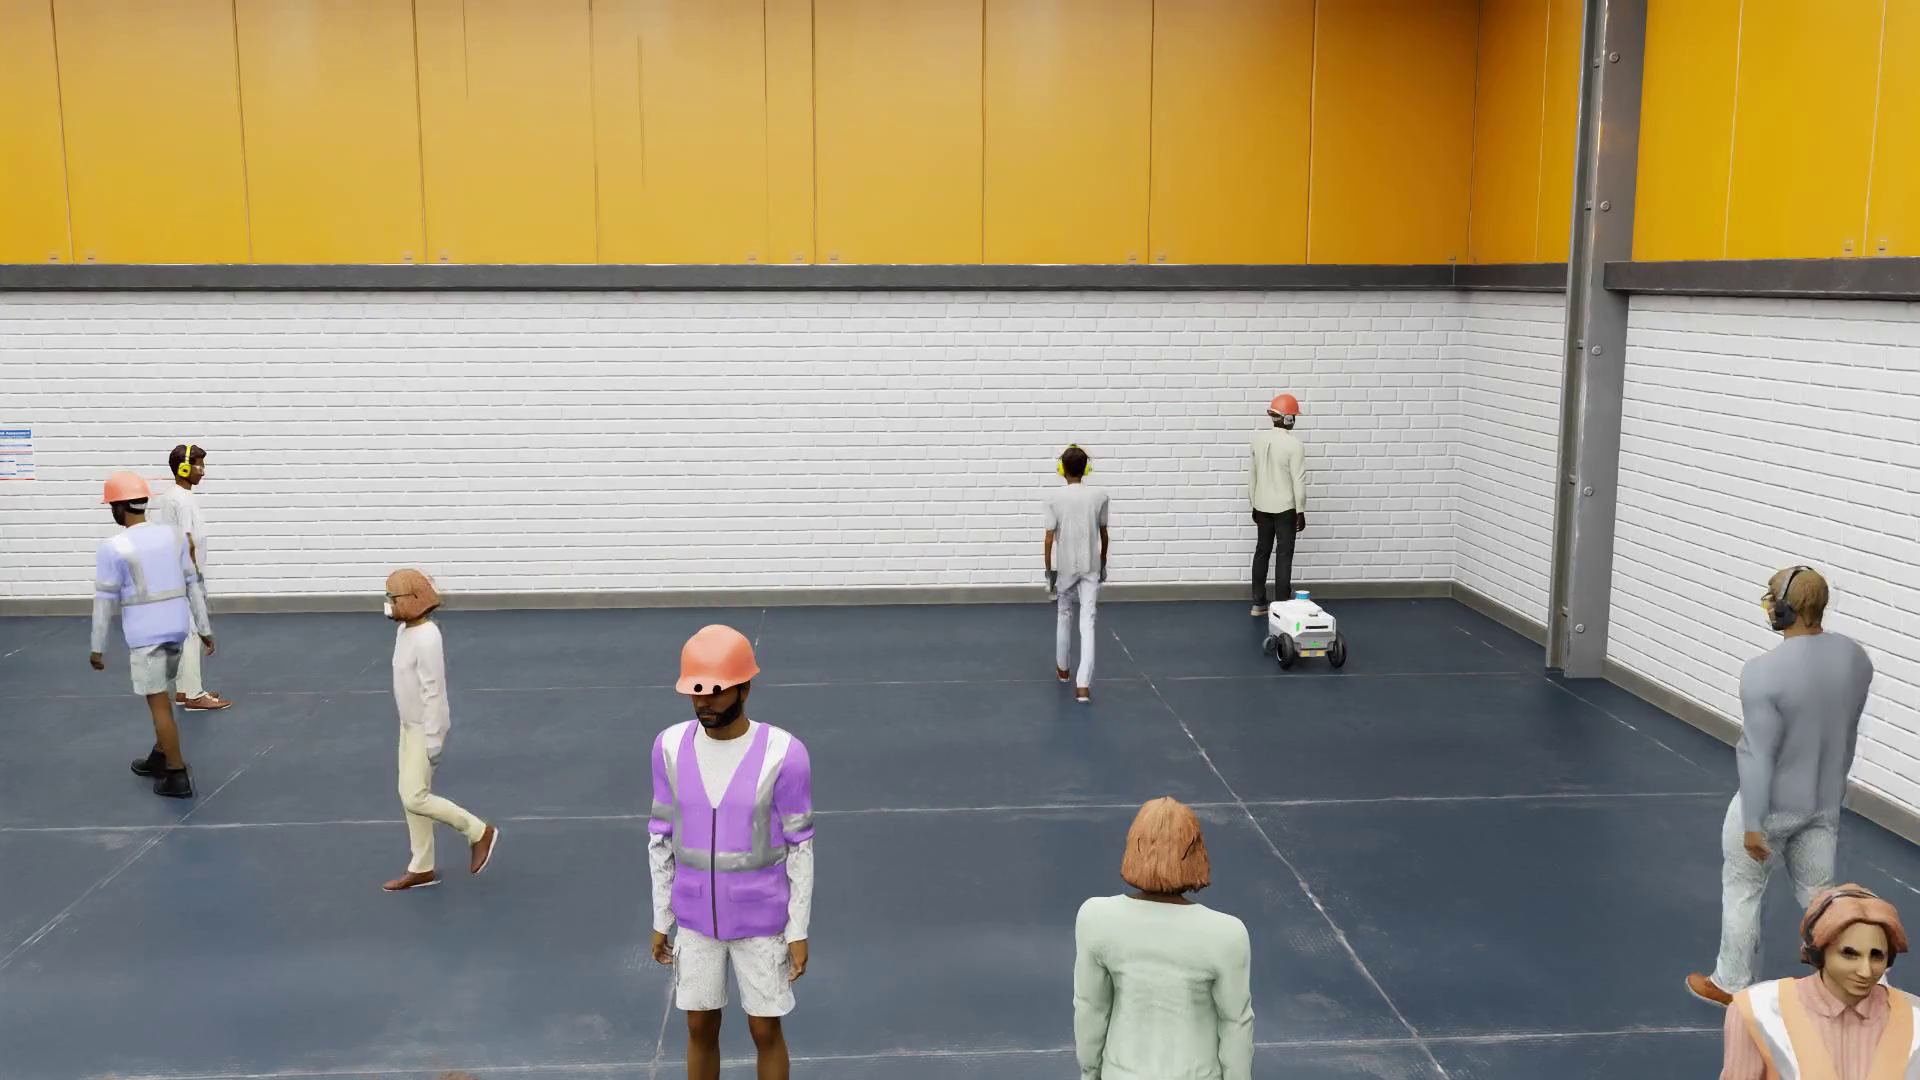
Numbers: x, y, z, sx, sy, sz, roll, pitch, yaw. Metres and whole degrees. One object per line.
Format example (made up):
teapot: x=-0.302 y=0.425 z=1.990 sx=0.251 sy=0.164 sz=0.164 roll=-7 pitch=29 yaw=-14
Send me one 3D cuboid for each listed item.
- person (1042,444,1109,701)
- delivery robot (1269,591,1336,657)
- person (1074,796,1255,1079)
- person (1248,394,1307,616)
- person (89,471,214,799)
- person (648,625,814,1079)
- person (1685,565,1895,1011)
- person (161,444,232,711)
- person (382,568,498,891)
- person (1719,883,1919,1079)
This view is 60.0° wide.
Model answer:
person: x=0.840 y=0.215 z=12.079 sx=0.502 sy=1.816 sz=1.001 roll=0 pitch=9 yaw=-1
delivery robot: x=2.682 y=0.641 z=13.046 sx=0.477 sy=0.478 sz=0.707 roll=-1 pitch=9 yaw=-7
person: x=0.556 y=1.500 z=4.560 sx=0.498 sy=1.636 sz=0.281 roll=4 pitch=10 yaw=21
person: x=2.824 y=-0.295 z=14.709 sx=0.396 sy=1.992 sz=0.619 roll=-7 pitch=11 yaw=-36
person: x=-4.780 y=0.542 z=9.753 sx=0.819 sy=1.898 sz=0.618 roll=5 pitch=10 yaw=27
person: x=-0.751 y=1.219 z=5.383 sx=0.550 sy=1.935 sz=0.376 roll=2 pitch=9 yaw=13
person: x=3.335 y=1.048 z=6.560 sx=0.633 sy=1.912 sz=0.856 roll=-3 pitch=9 yaw=-18
person: x=-5.382 y=0.259 z=11.648 sx=0.328 sy=1.865 sz=0.519 roll=-7 pitch=11 yaw=-36
person: x=-2.609 y=0.931 z=8.187 sx=0.465 sy=1.614 sz=0.514 roll=-6 pitch=11 yaw=-31
person: x=2.050 y=1.601 z=3.951 sx=0.521 sy=1.633 sz=0.313 roll=2 pitch=9 yaw=11
